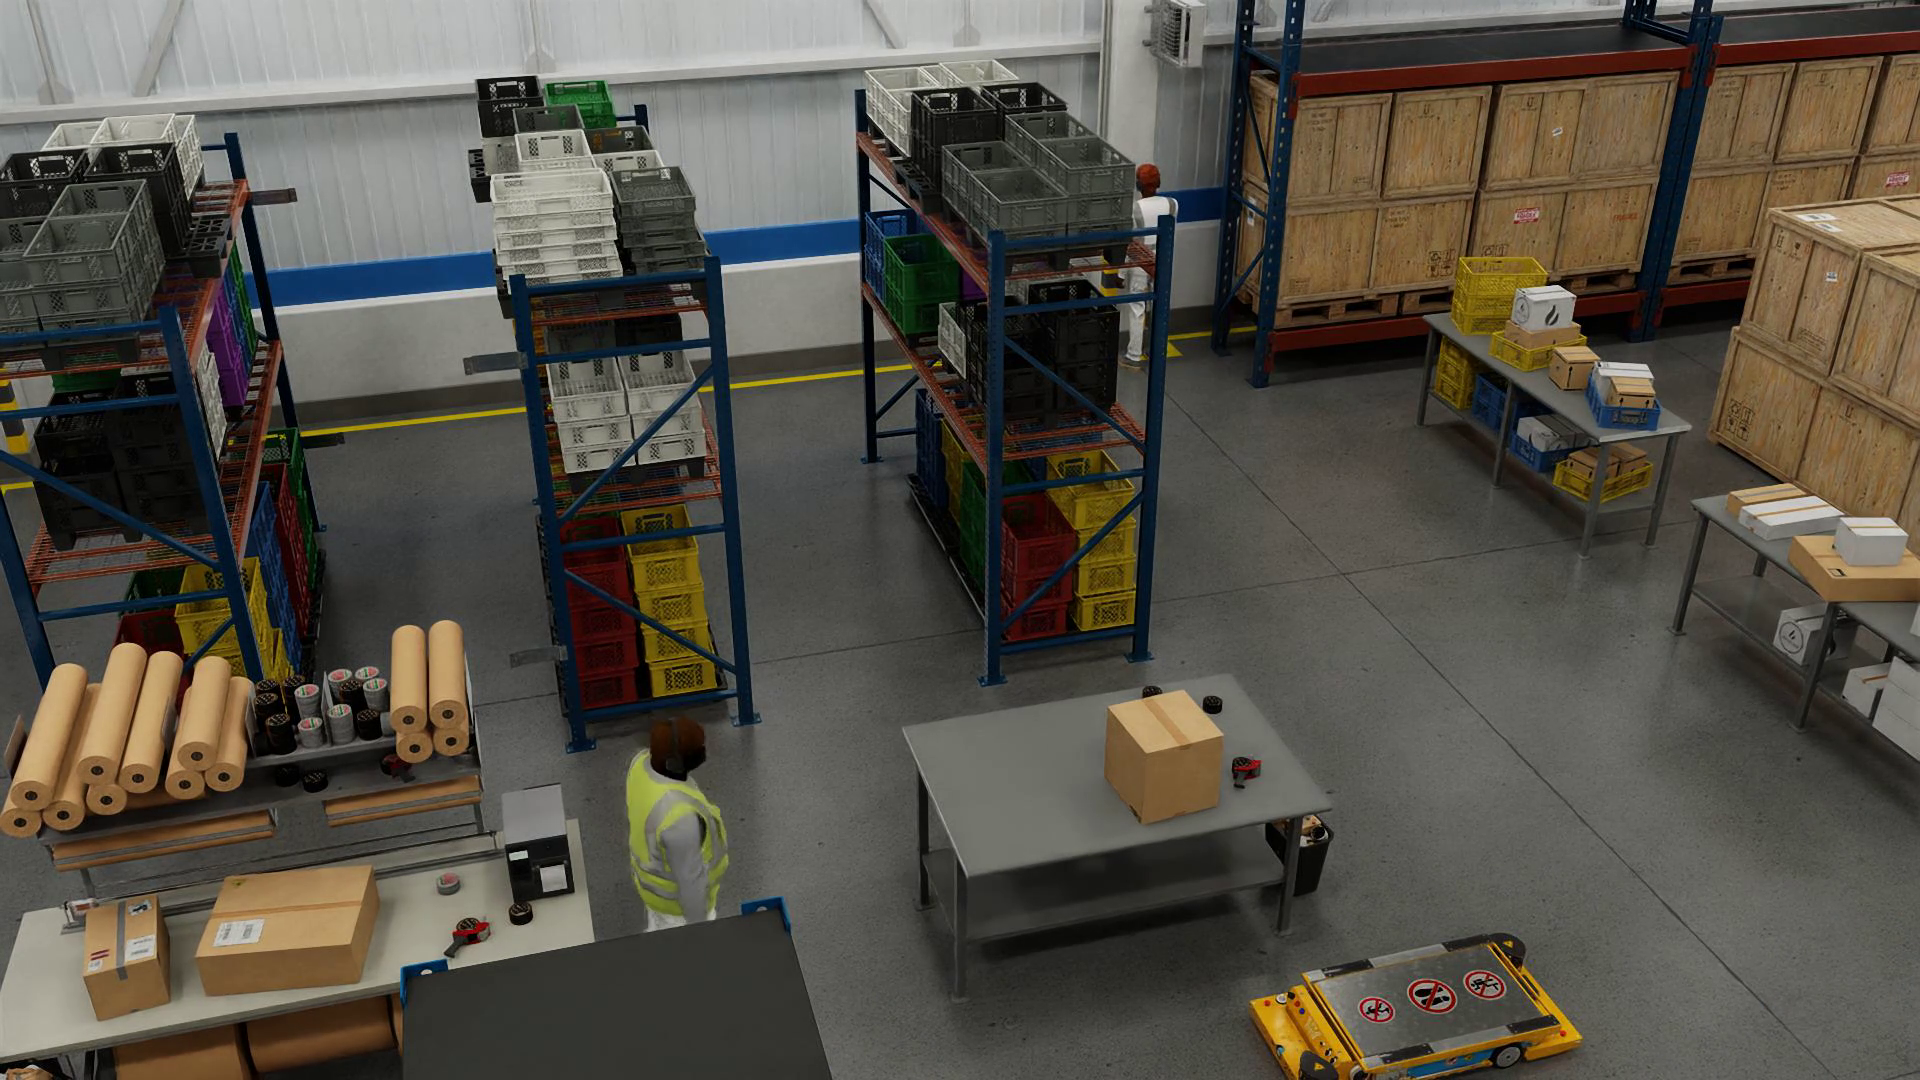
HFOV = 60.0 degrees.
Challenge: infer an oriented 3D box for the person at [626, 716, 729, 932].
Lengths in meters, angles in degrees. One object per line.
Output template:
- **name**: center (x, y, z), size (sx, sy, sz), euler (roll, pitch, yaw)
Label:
- **person**: center (-1.287, 1.586, 7.653), size (0.454, 1.832, 0.657), euler (-14, 32, -24)

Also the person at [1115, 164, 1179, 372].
- **person**: center (1.662, -2.442, 14.910), size (0.572, 1.887, 0.356), euler (-14, 32, -24)

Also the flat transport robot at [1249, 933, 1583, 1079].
- **flat transport robot**: center (2.184, 2.282, 7.980), size (1.431, 0.197, 0.652), euler (-8, 30, -14)
